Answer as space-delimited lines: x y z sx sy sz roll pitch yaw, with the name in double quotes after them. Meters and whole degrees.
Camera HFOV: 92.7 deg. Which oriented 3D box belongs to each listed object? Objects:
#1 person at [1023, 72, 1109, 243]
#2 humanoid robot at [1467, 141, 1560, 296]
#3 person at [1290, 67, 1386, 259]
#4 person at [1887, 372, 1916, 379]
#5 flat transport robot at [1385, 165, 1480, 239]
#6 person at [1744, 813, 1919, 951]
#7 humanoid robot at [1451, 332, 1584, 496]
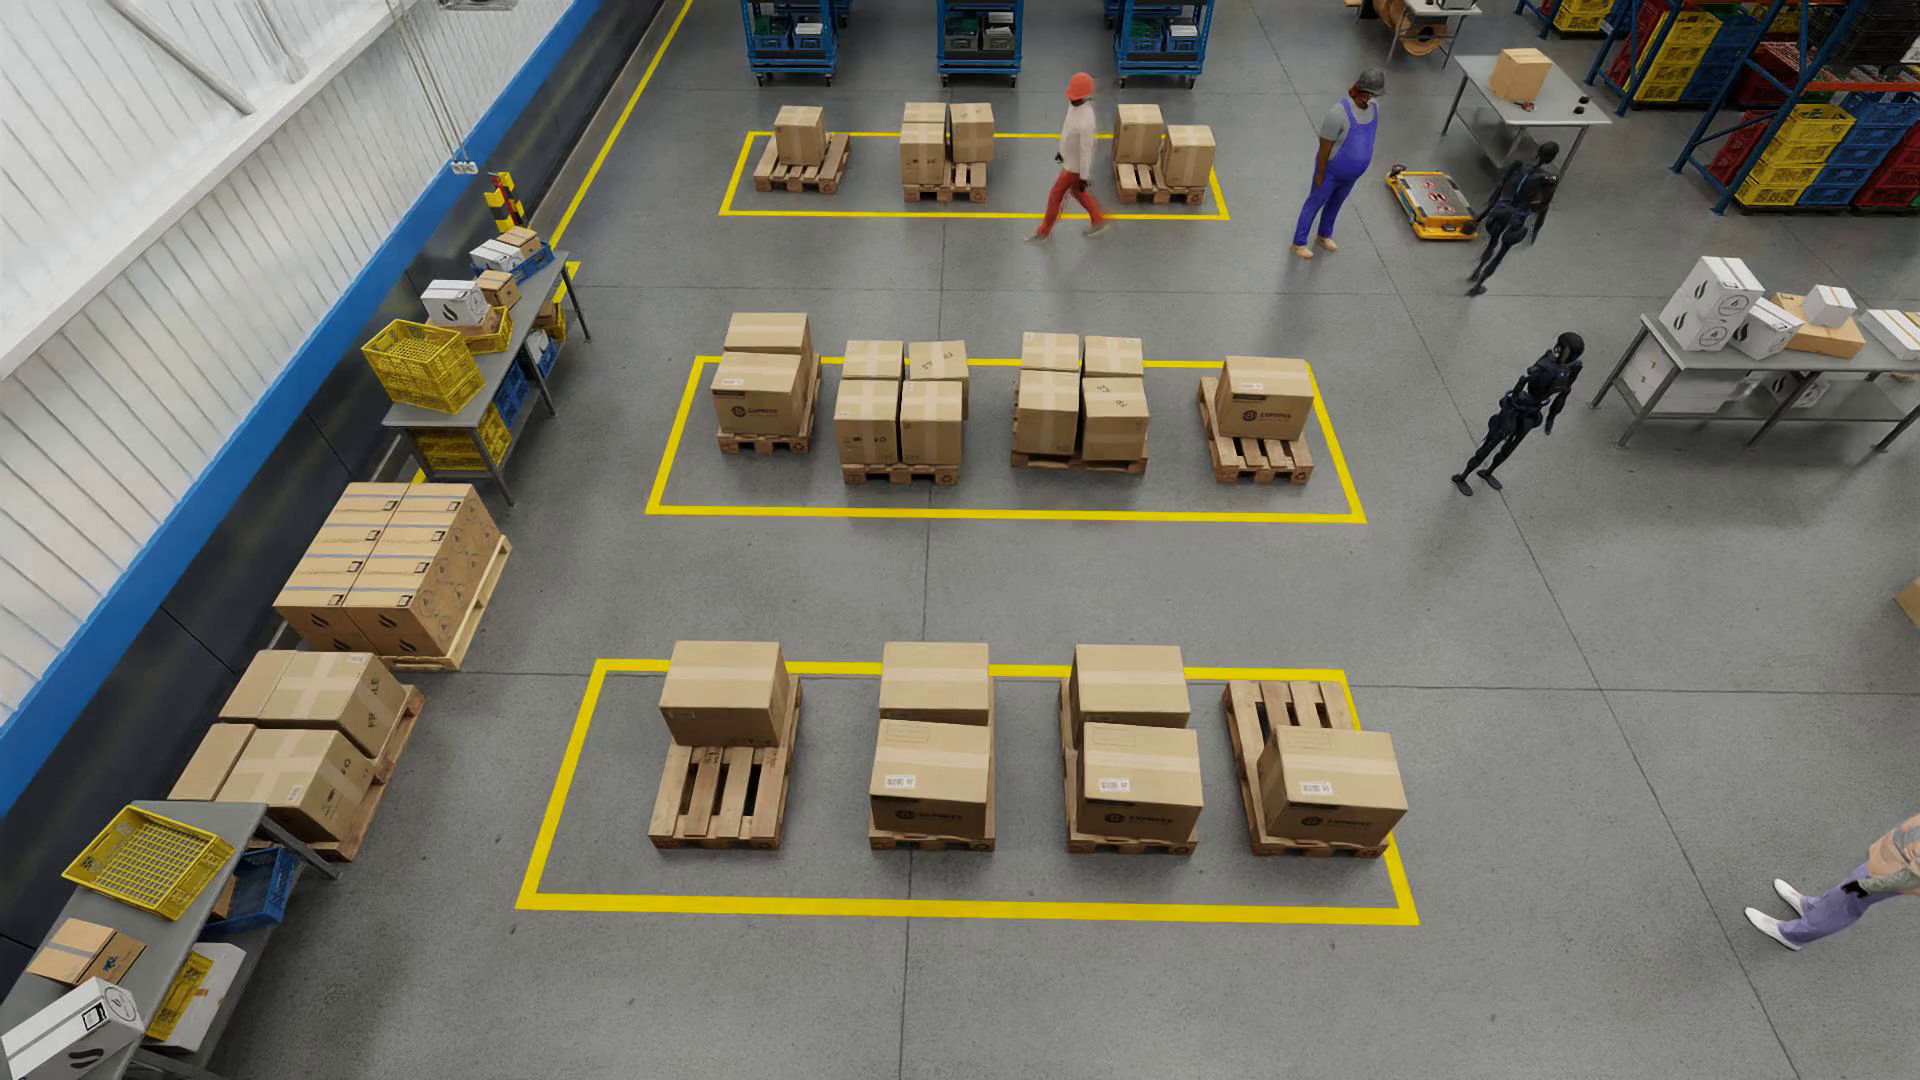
1.258 -4.149 10.019 0.971 1.935 0.636 -1 49 -1 "person"
5.703 -3.318 9.478 0.495 1.640 0.611 -24 53 -20 "humanoid robot"
4.113 -4.022 9.844 0.680 2.000 0.535 -21 52 -17 "person"
9.488 -2.360 8.533 0.750 1.845 0.391 -24 53 -19 "person"
5.692 -4.094 11.059 0.652 0.197 1.431 1 49 1 "flat transport robot"
5.063 1.729 4.942 0.587 1.923 0.379 -22 53 -18 "person"
4.593 -1.008 7.474 0.574 1.650 0.341 -11 50 -9 "humanoid robot"
